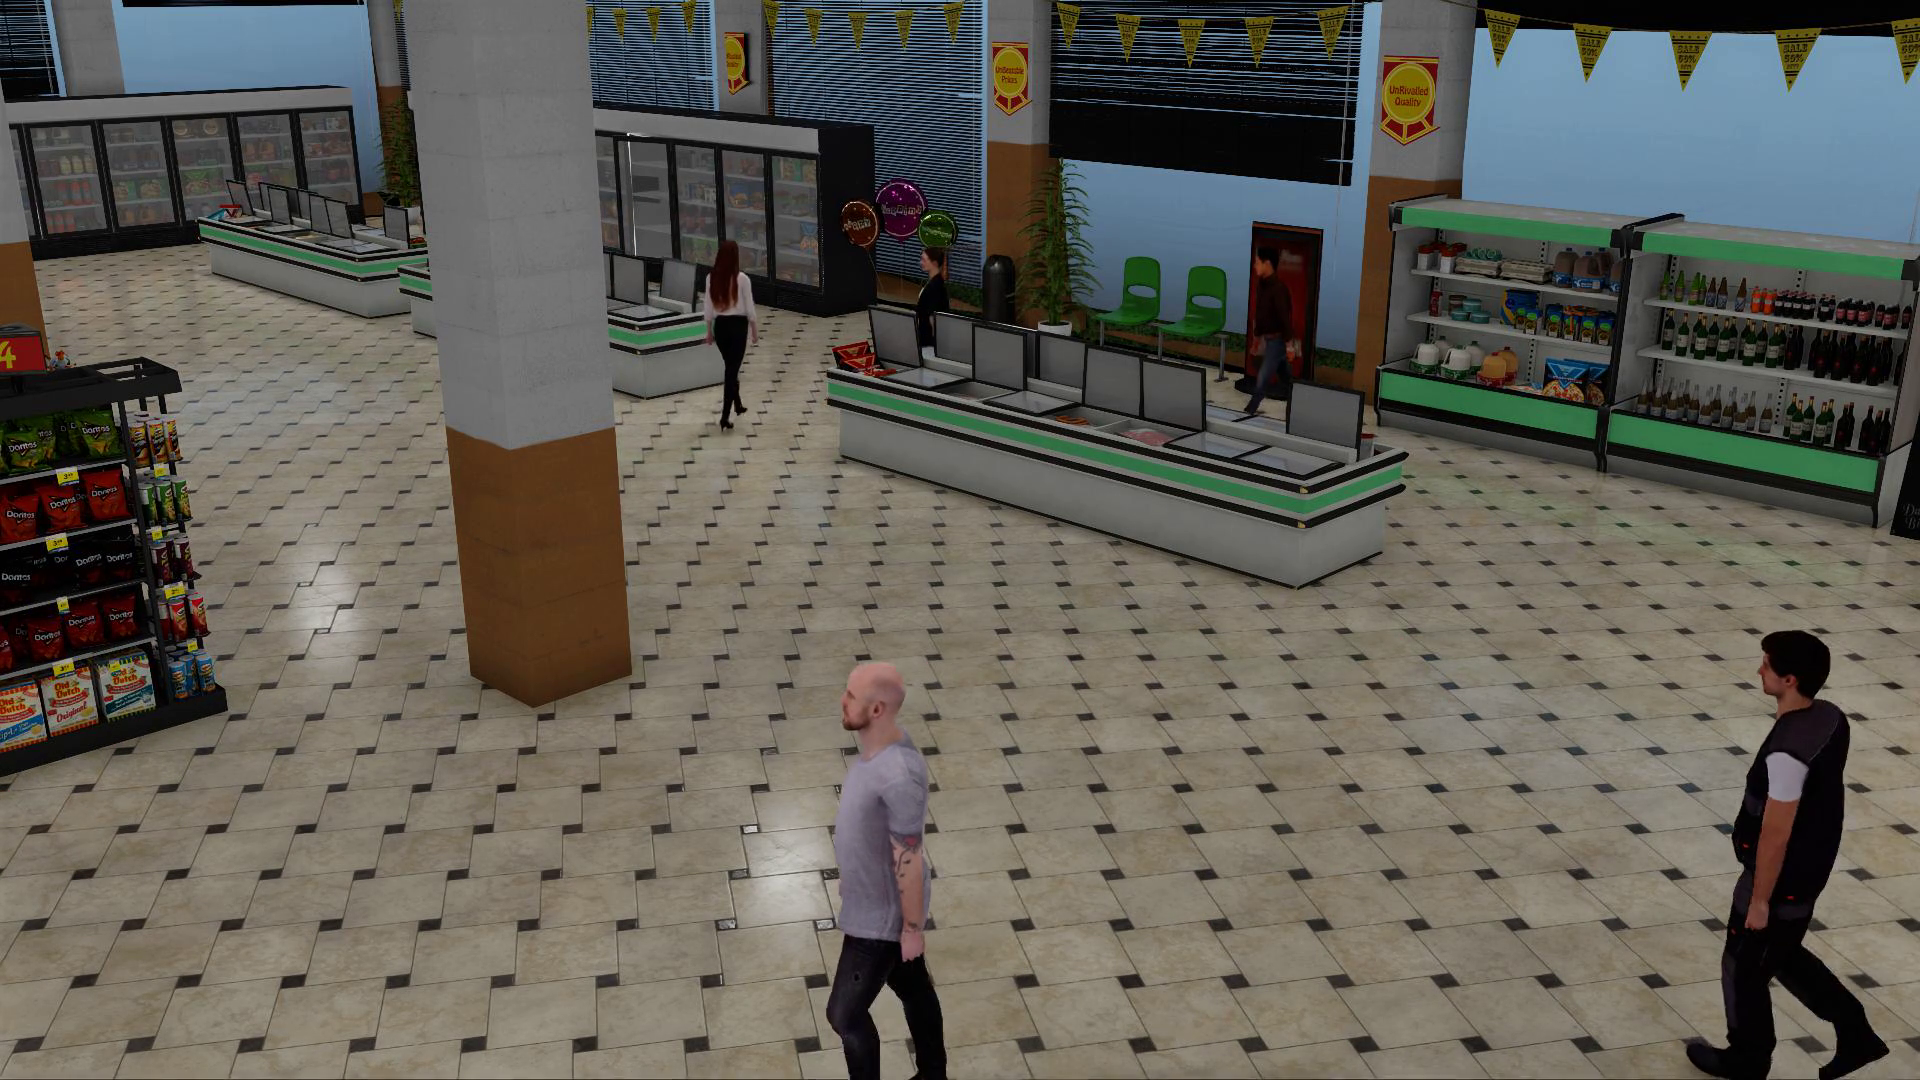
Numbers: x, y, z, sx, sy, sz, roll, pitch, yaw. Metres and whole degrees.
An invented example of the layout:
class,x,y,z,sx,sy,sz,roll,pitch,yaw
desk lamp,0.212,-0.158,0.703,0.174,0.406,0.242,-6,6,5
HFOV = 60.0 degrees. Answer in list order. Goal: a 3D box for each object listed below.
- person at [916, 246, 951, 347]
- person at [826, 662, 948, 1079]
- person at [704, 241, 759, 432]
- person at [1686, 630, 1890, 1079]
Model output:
class,x,y,z,sx,sy,sz,roll,pitch,yaw
person,-0.146,-1.920,15.643,1.103,1.657,0.944,5,19,14
person,-0.169,1.285,5.889,0.962,1.816,0.910,-3,19,-10
person,-2.146,-1.847,15.310,0.979,1.731,0.943,6,19,16
person,3.104,1.232,6.034,0.883,1.824,0.704,15,24,37
